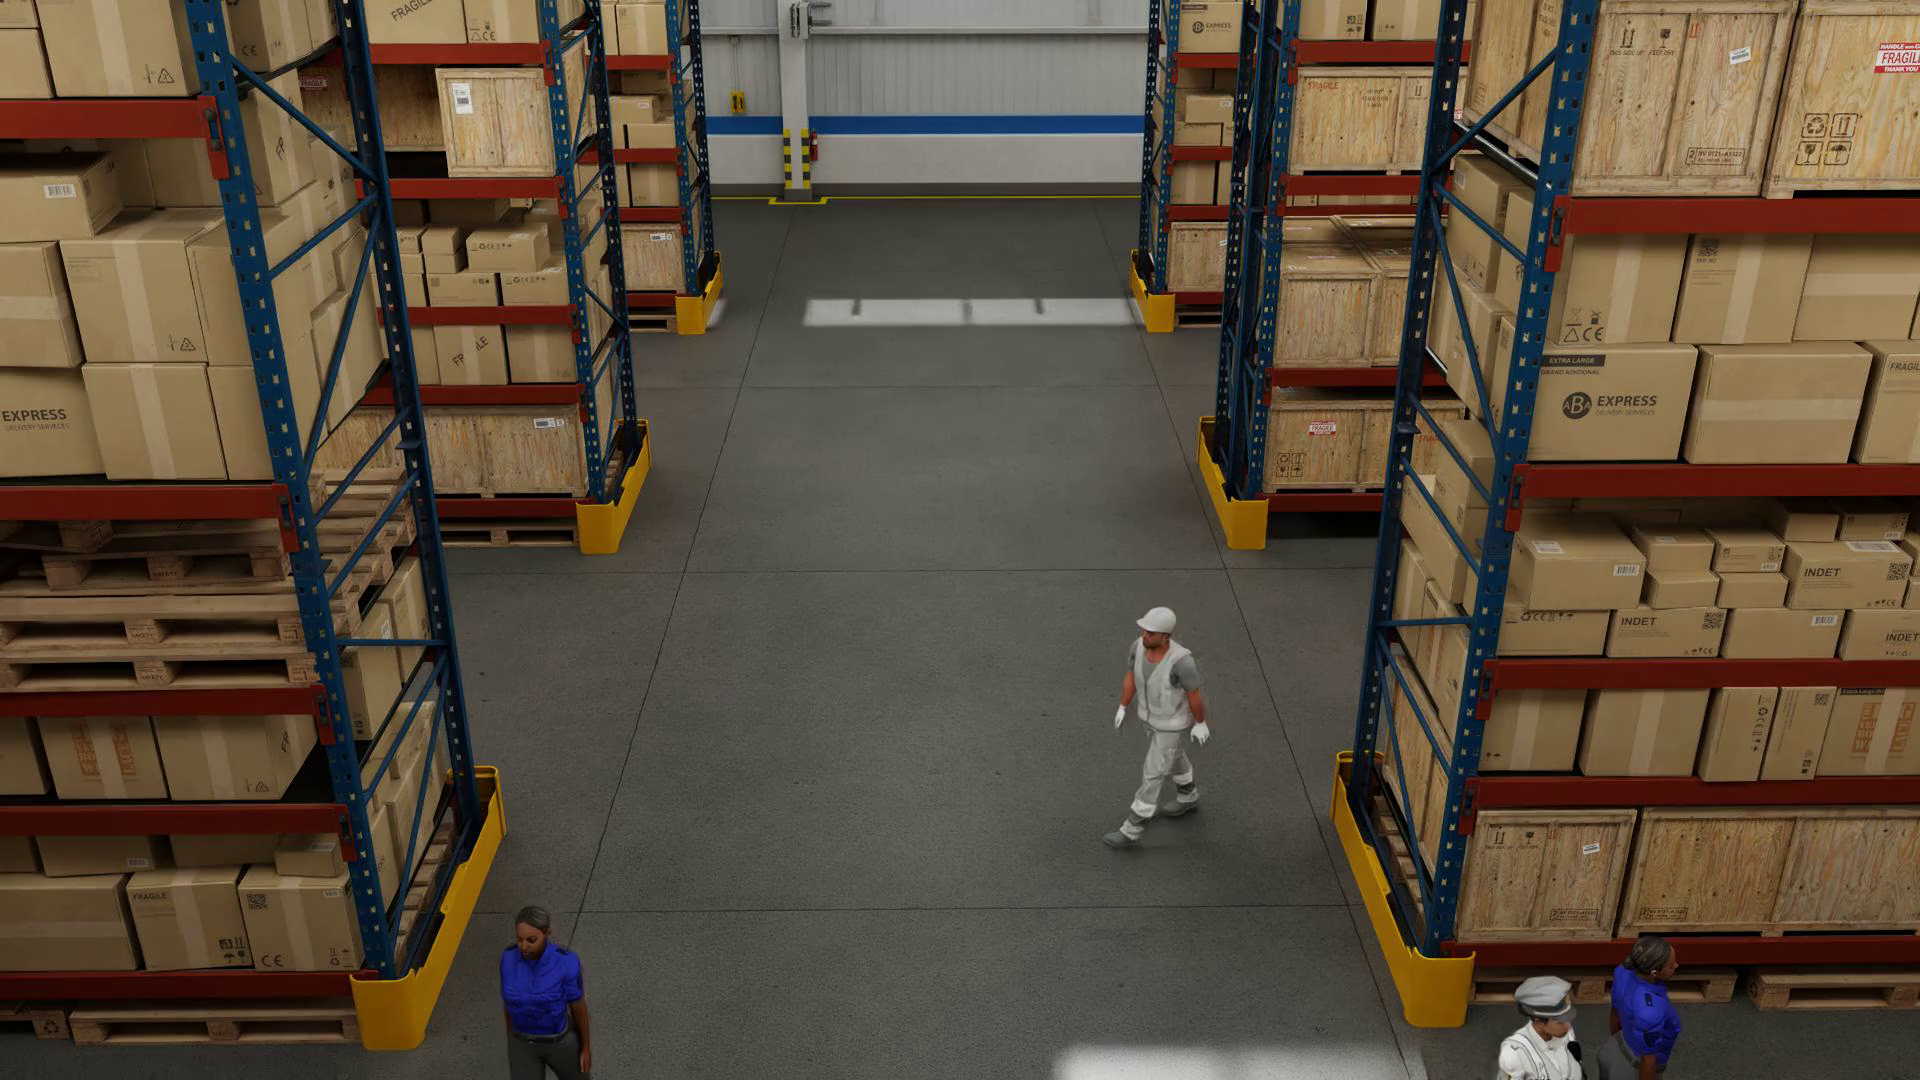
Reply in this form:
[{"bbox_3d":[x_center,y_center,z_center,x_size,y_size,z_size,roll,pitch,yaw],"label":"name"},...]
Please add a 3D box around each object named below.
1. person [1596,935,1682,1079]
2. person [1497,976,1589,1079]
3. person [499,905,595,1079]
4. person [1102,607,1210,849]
[{"bbox_3d":[3.377,2.665,8.309,0.343,1.661,0.434,0,25,0],"label":"person"},{"bbox_3d":[2.733,2.799,7.946,0.501,1.695,0.357,-15,29,-29],"label":"person"},{"bbox_3d":[-2.113,2.594,8.477,0.462,1.661,0.751,2,25,5],"label":"person"},{"bbox_3d":[1.304,1.226,11.238,0.952,1.745,0.567,-16,29,-30],"label":"person"}]
